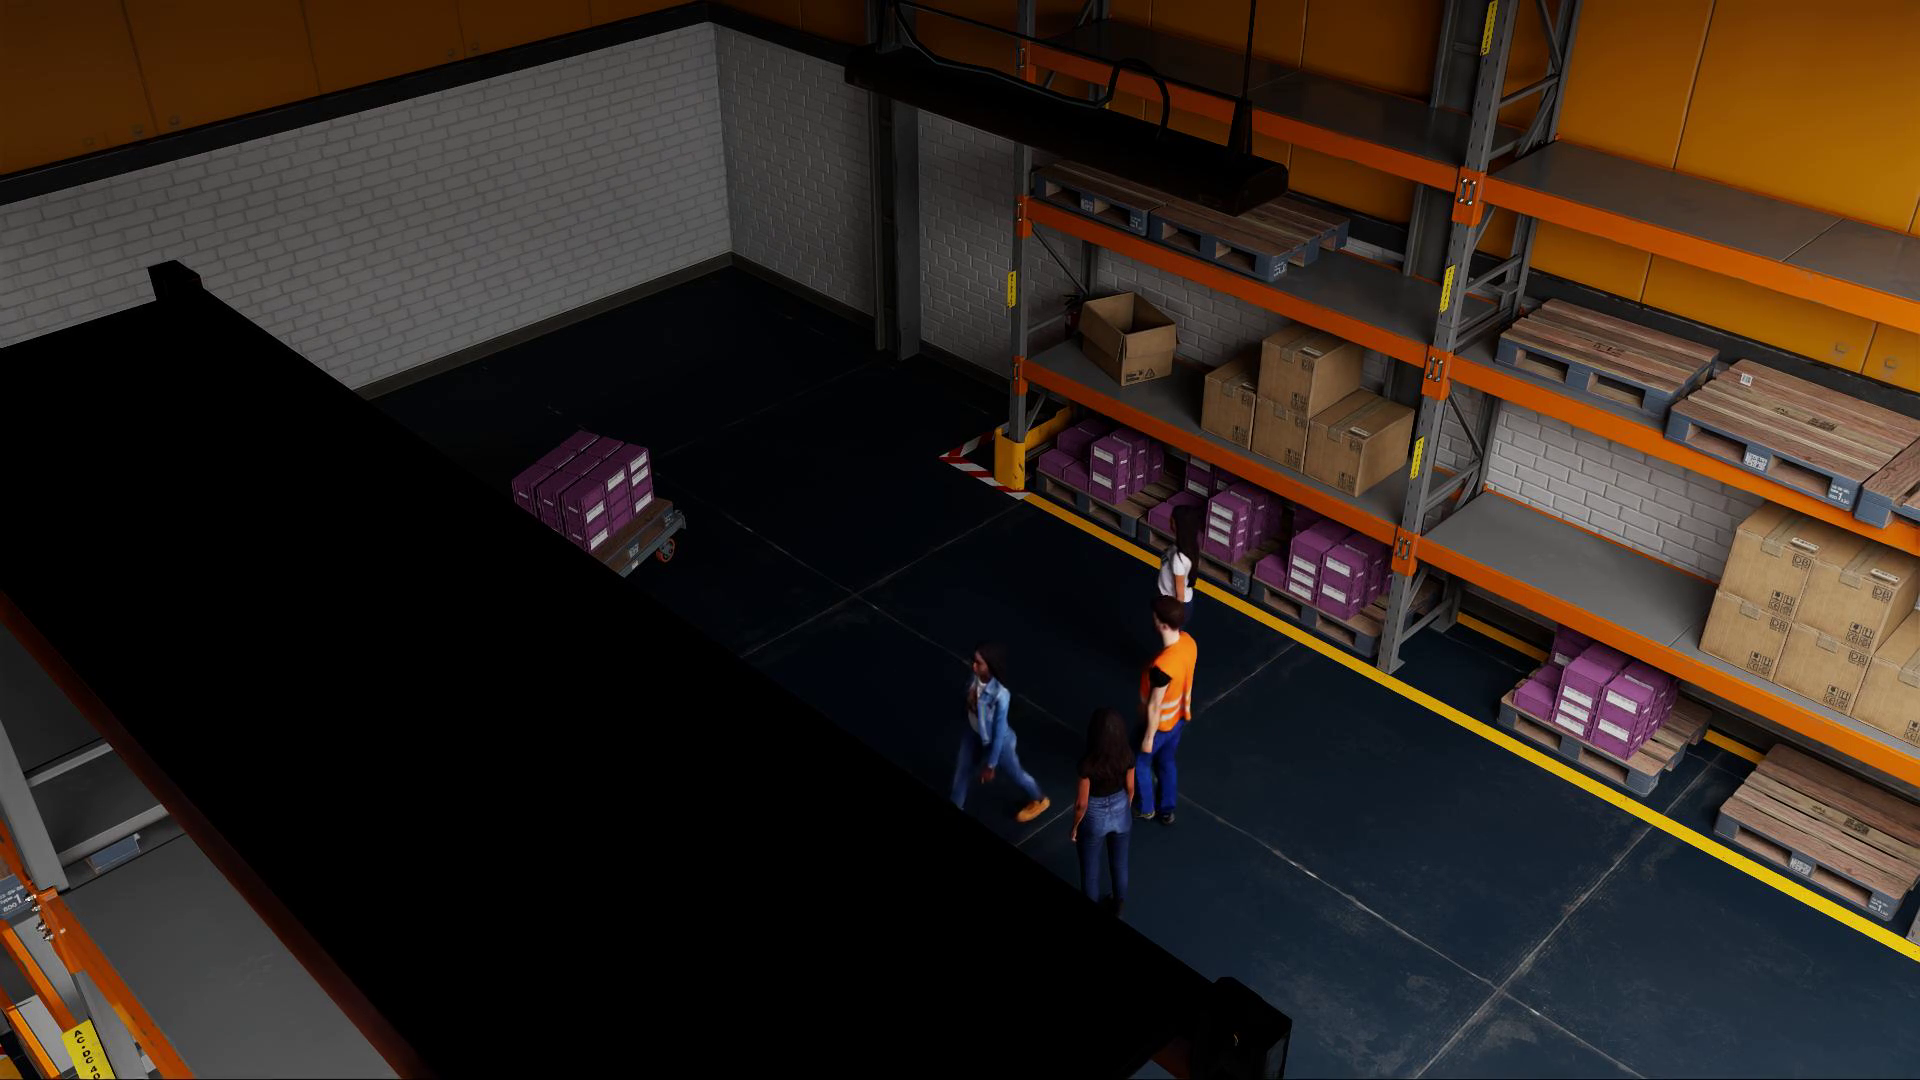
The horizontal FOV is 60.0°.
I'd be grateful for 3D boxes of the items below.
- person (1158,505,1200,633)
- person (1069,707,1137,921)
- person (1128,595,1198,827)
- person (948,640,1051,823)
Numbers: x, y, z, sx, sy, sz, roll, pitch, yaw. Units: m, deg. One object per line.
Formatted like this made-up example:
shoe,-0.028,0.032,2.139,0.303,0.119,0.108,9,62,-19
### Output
person,1.614,0.503,12.239,0.689,1.774,0.673,7,34,10
person,0.901,1.762,10.376,0.644,1.740,0.658,-11,35,-16
person,1.401,1.202,11.098,0.839,1.872,0.823,22,39,29
person,0.289,1.349,11.067,0.872,1.662,1.231,-19,38,-26
